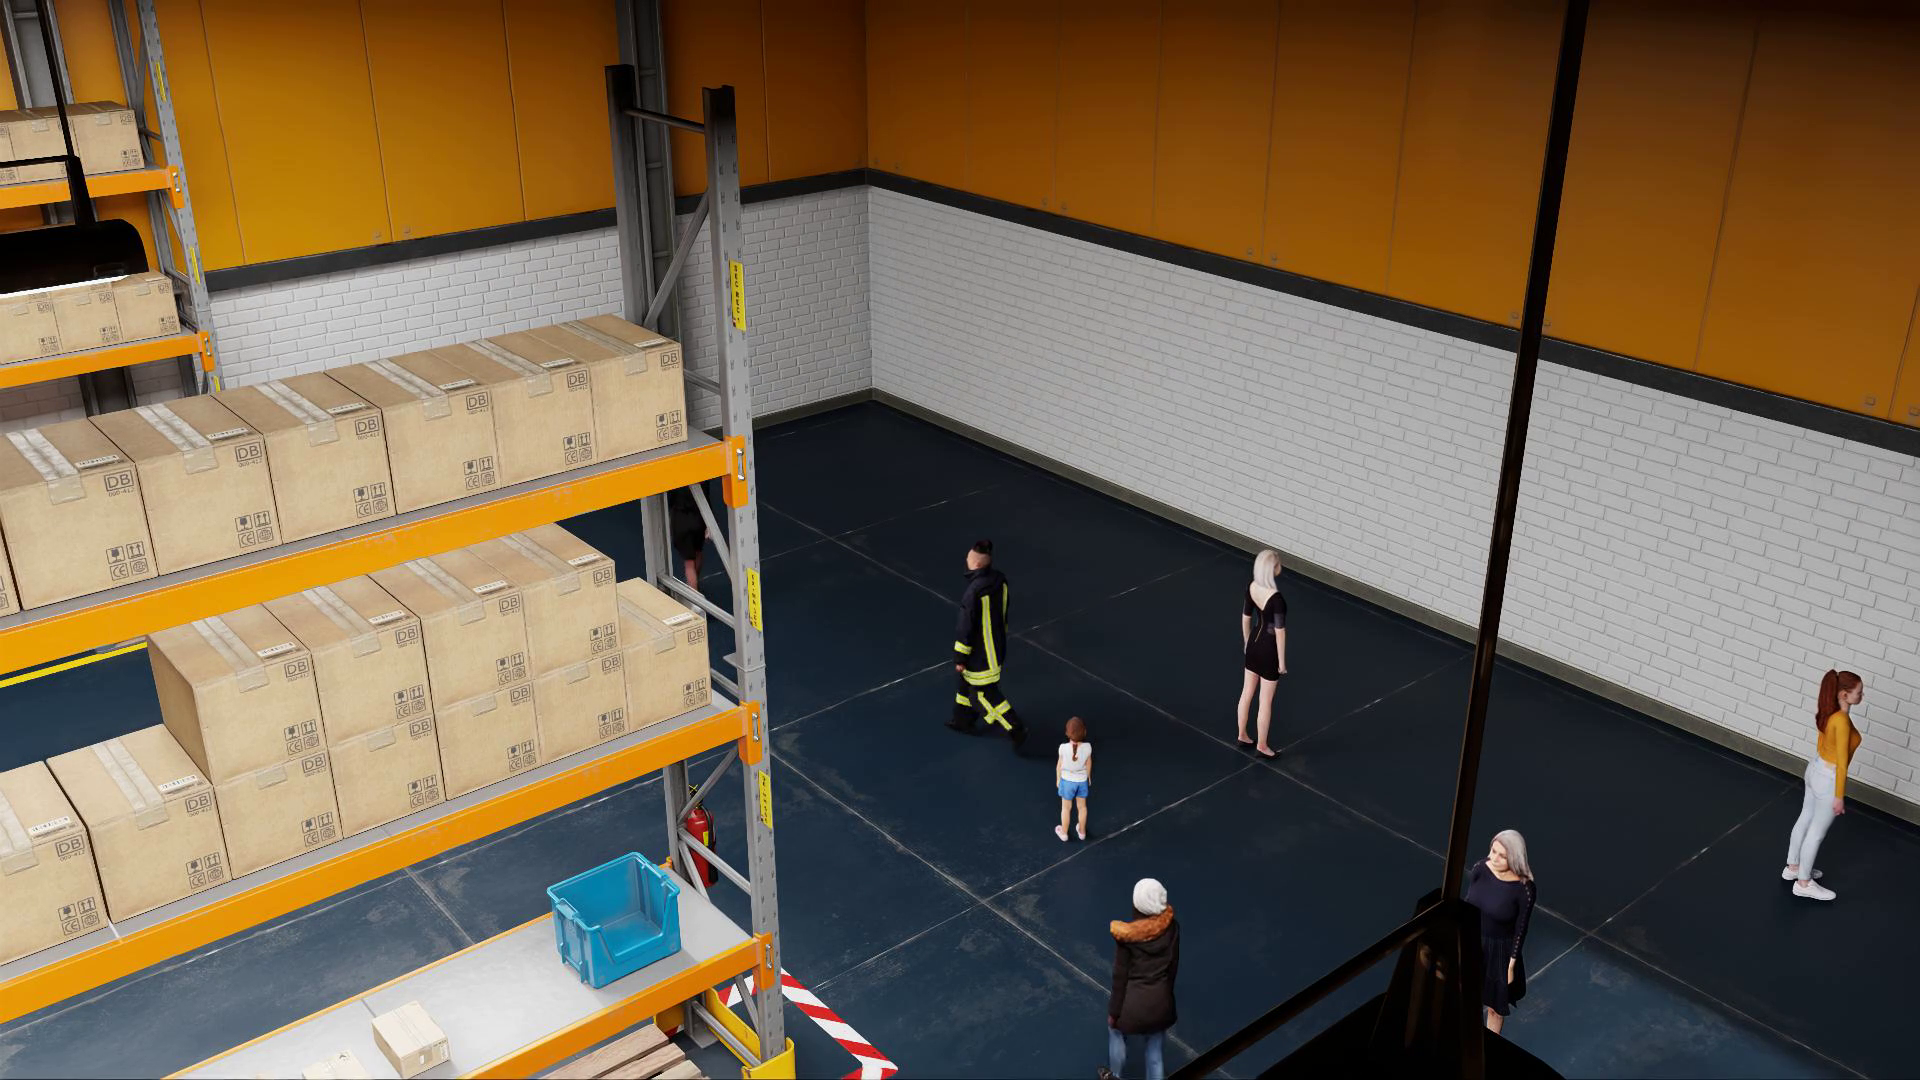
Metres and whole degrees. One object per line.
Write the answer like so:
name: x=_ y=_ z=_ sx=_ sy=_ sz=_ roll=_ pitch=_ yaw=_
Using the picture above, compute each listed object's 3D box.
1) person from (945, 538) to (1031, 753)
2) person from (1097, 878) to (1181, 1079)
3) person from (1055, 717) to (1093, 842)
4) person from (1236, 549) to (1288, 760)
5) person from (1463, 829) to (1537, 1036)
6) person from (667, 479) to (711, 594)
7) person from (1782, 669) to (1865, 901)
person: x=0.251 y=0.875 z=13.549 sx=1.052 sy=1.828 sz=1.151 roll=12 pitch=26 yaw=26
person: x=1.089 y=2.710 z=9.614 sx=0.810 sy=1.618 sz=0.838 roll=-8 pitch=25 yaw=-18
person: x=0.853 y=1.788 z=12.470 sx=0.454 sy=1.019 sz=0.534 roll=-3 pitch=24 yaw=-7
person: x=2.451 y=0.915 z=13.456 sx=0.523 sy=1.829 sz=0.608 roll=-15 pitch=28 yaw=-31
person: x=3.166 y=2.487 z=9.963 sx=0.565 sy=1.747 sz=0.597 roll=-20 pitch=31 yaw=-39
person: x=-2.572 y=-0.052 z=15.883 sx=1.096 sy=1.658 sz=0.899 roll=-8 pitch=25 yaw=-19
person: x=6.107 y=1.707 z=11.743 sx=0.746 sy=1.751 sz=0.678 roll=4 pitch=24 yaw=8
